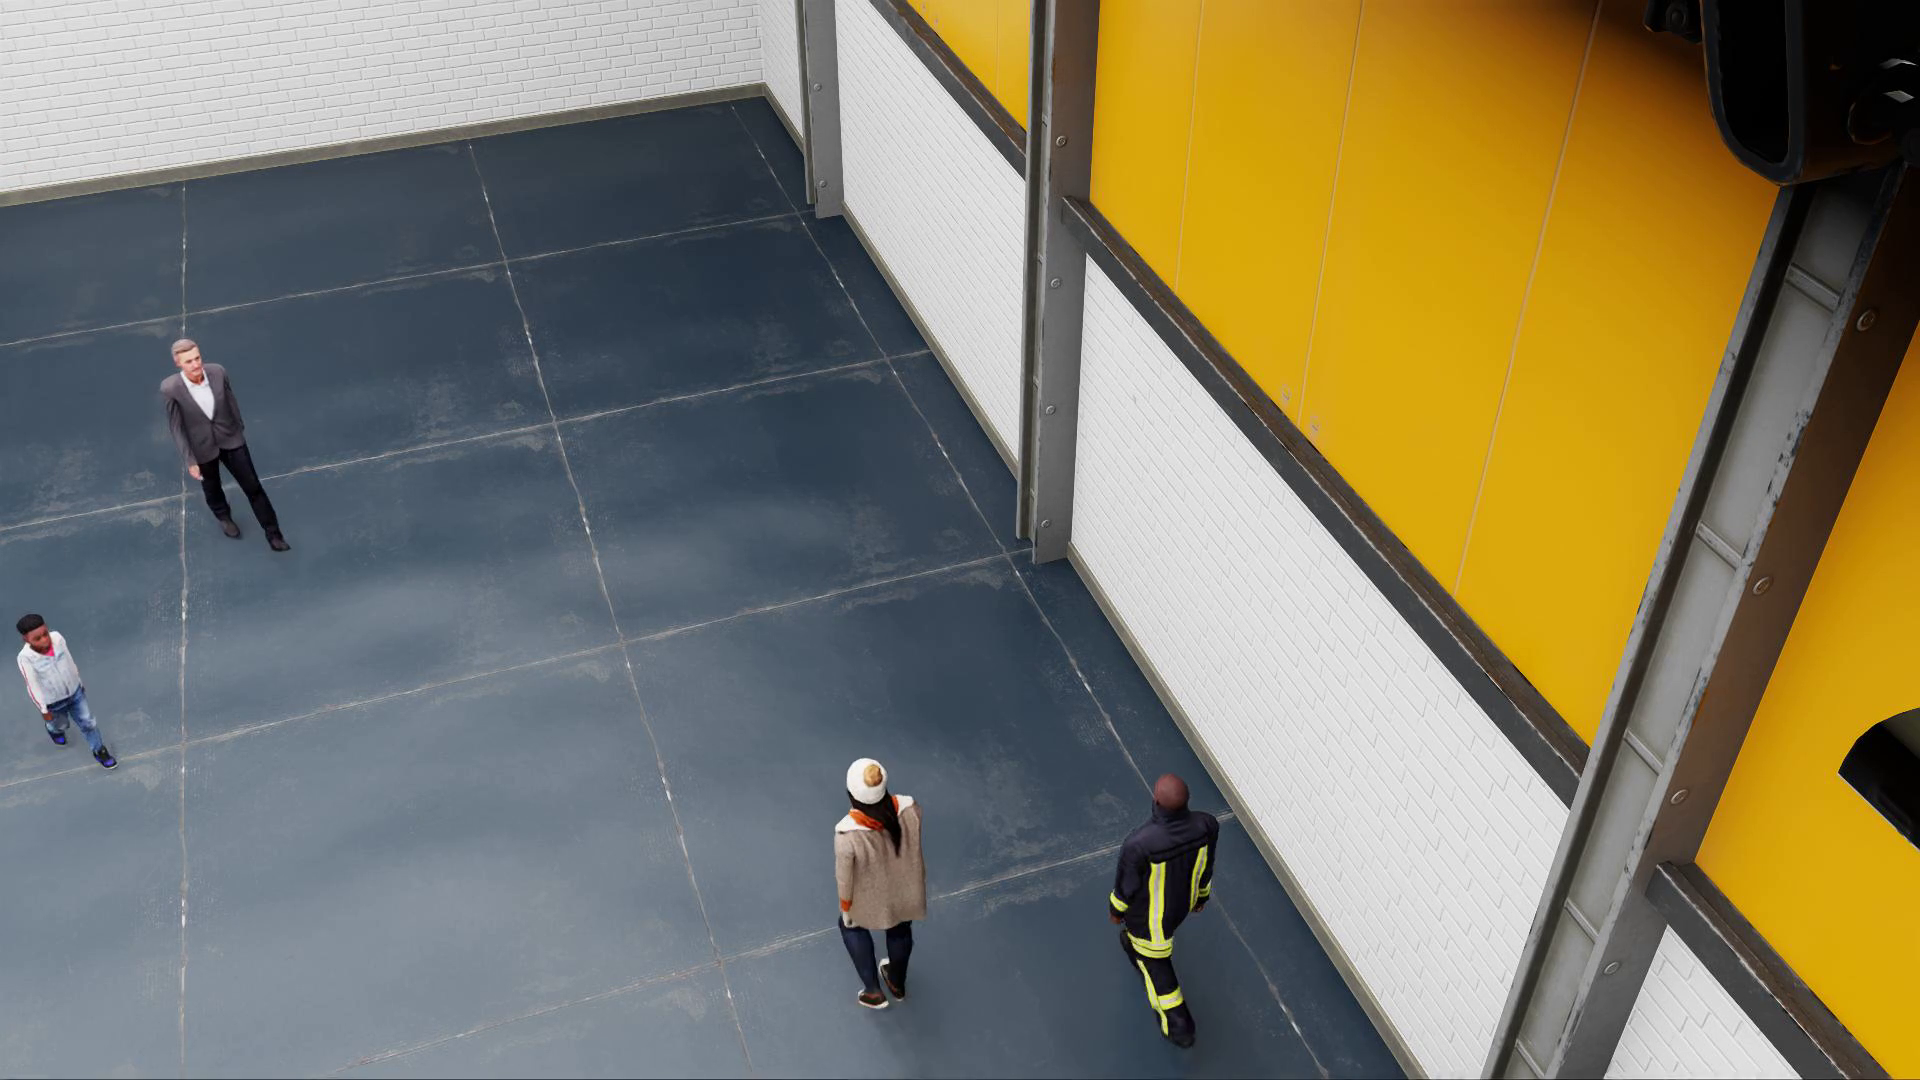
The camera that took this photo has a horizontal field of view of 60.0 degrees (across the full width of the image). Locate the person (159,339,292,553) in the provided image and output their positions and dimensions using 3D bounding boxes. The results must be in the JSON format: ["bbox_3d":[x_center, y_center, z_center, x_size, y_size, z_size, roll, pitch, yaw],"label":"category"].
[{"bbox_3d":[-5.660,-0.739,12.525,0.995,1.801,1.262,-29,47,-31],"label":"person"}]

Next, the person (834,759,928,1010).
[{"bbox_3d":[-0.401,1.948,9.093,0.688,1.885,0.714,-15,41,-18],"label":"person"}]

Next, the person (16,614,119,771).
[{"bbox_3d":[-5.906,0.958,10.843,0.883,1.248,0.734,26,45,29],"label":"person"}]

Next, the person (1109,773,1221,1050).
[{"bbox_3d":[1.137,2.006,9.095,0.799,1.792,1.188,-16,41,-19],"label":"person"}]
